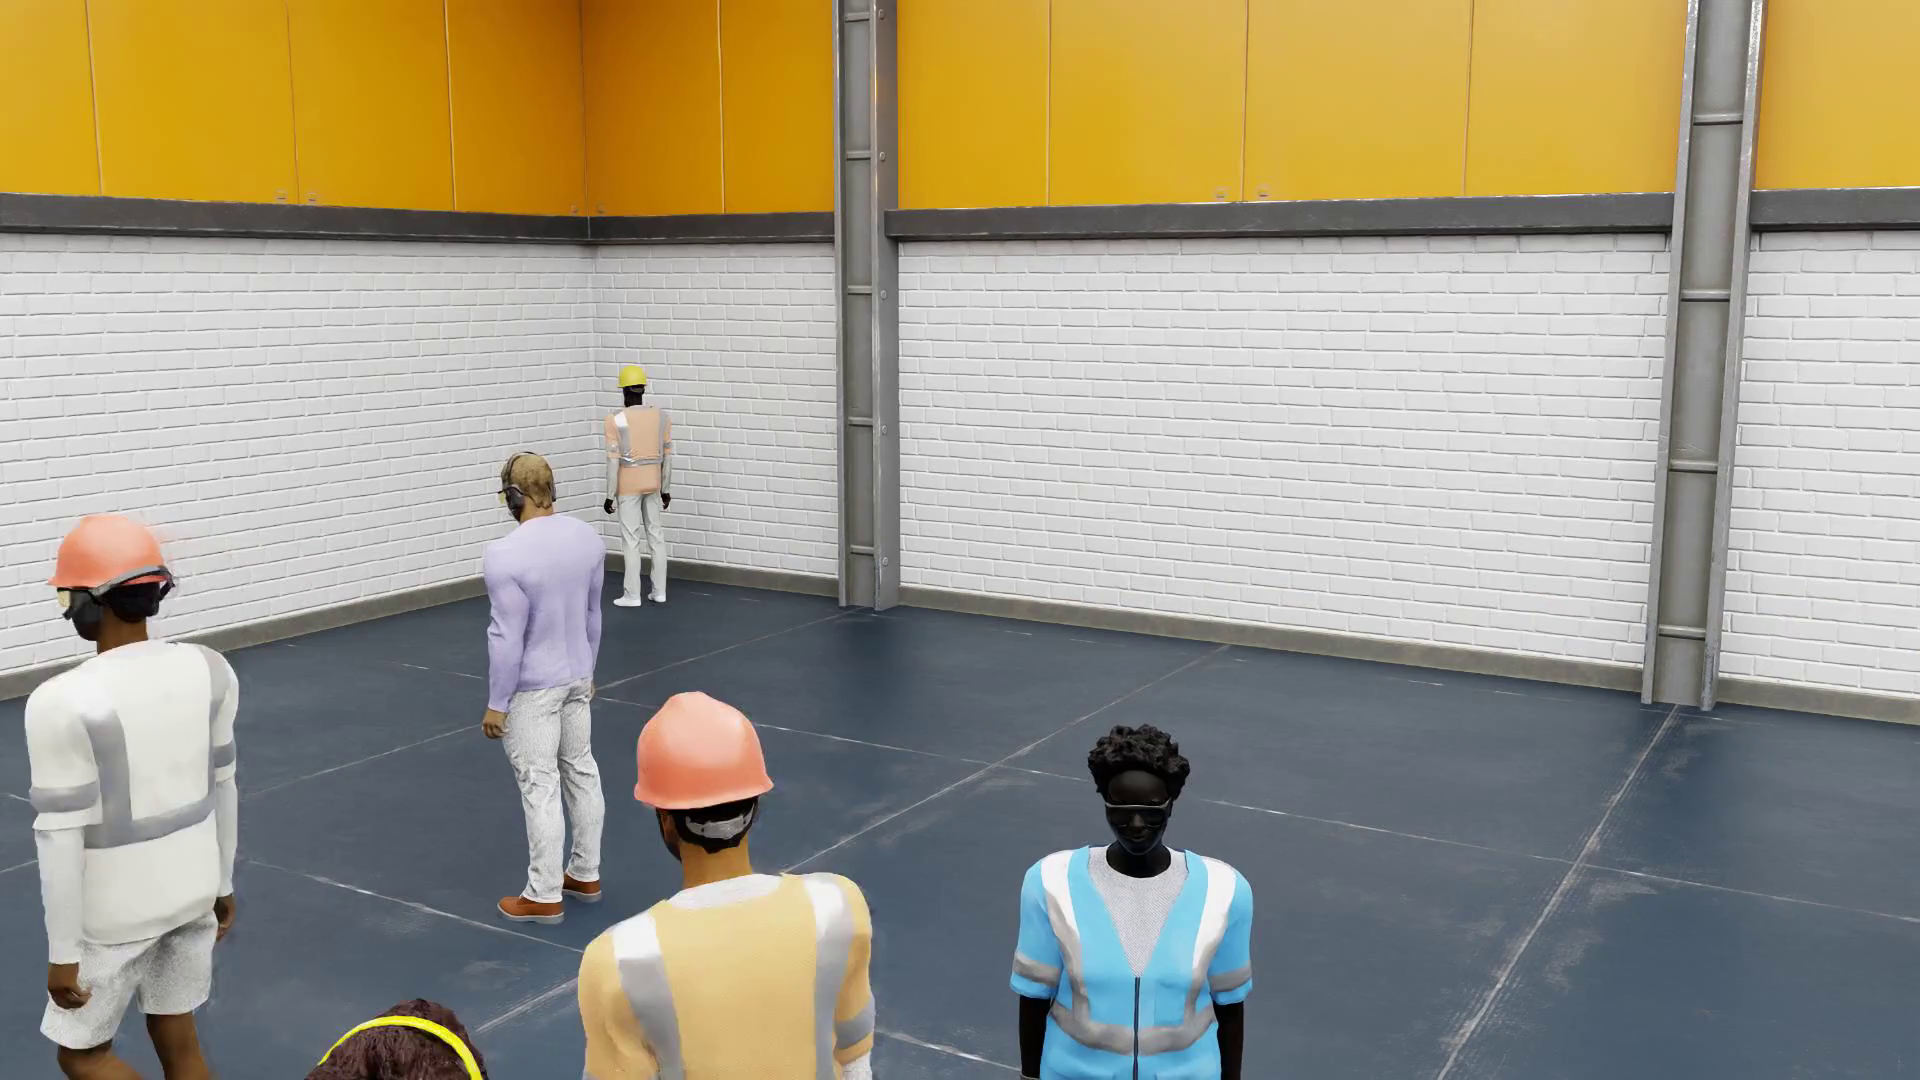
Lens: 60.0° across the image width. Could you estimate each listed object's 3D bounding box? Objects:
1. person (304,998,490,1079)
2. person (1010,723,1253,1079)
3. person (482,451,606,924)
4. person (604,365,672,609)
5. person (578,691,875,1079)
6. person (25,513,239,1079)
[{"bbox_3d":[-0.667,1.427,2.010,0.498,1.811,0.983,-3,9,-15],"label":"person"},{"bbox_3d":[0.373,1.225,3.641,0.531,1.697,0.320,0,9,2],"label":"person"},{"bbox_3d":[-1.705,0.601,6.809,0.371,1.934,0.627,5,10,27],"label":"person"},{"bbox_3d":[-2.565,-0.421,13.204,0.595,1.923,0.374,-8,12,-41],"label":"person"},{"bbox_3d":[-0.380,1.228,2.964,0.550,1.912,0.792,-3,10,-20],"label":"person"},{"bbox_3d":[-2.118,0.942,4.368,0.528,2.030,0.614,4,10,24],"label":"person"}]
